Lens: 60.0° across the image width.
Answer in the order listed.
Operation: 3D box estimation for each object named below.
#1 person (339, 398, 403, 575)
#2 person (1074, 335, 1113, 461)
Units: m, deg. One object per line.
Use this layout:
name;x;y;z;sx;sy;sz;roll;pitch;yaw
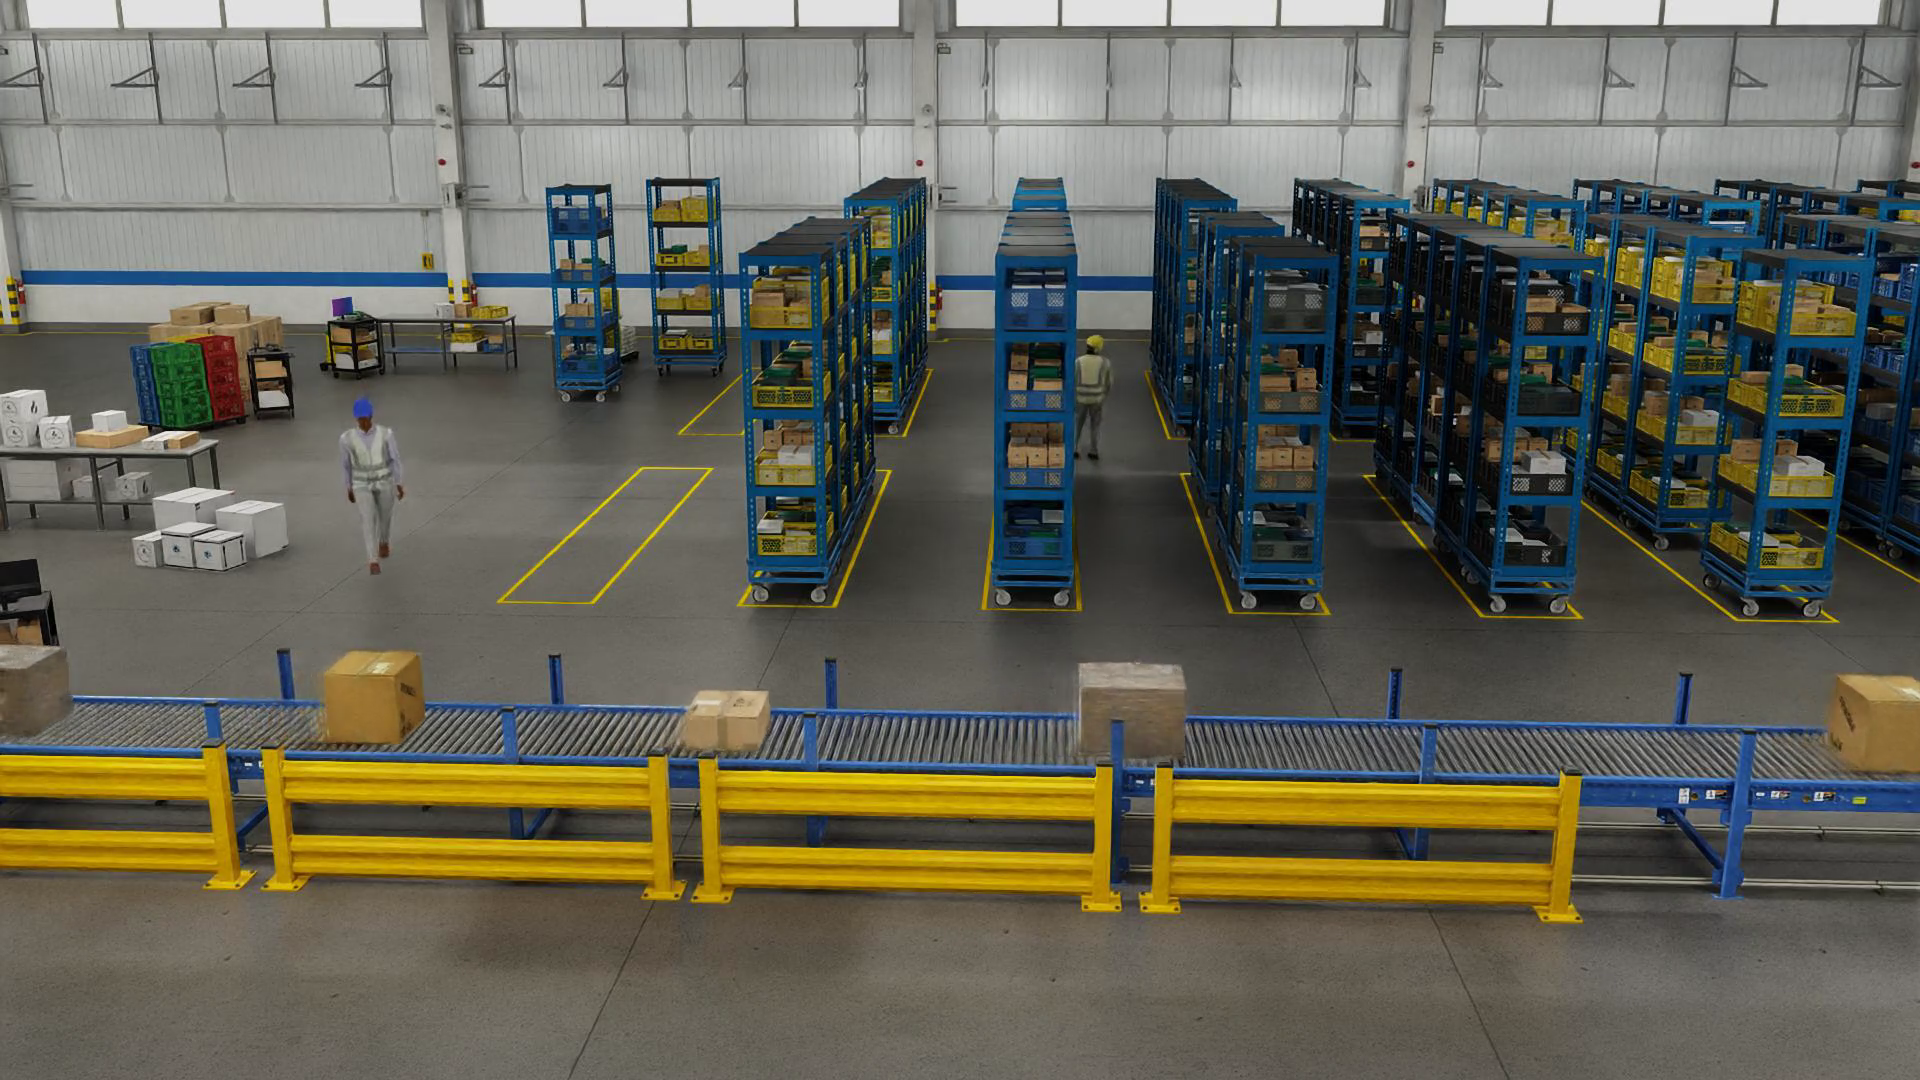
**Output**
person;-6.472;-0.647;18.316;0.601;1.917;0.919;-6;16;-22
person;1.856;-2.018;23.620;0.620;1.799;0.474;2;15;8
